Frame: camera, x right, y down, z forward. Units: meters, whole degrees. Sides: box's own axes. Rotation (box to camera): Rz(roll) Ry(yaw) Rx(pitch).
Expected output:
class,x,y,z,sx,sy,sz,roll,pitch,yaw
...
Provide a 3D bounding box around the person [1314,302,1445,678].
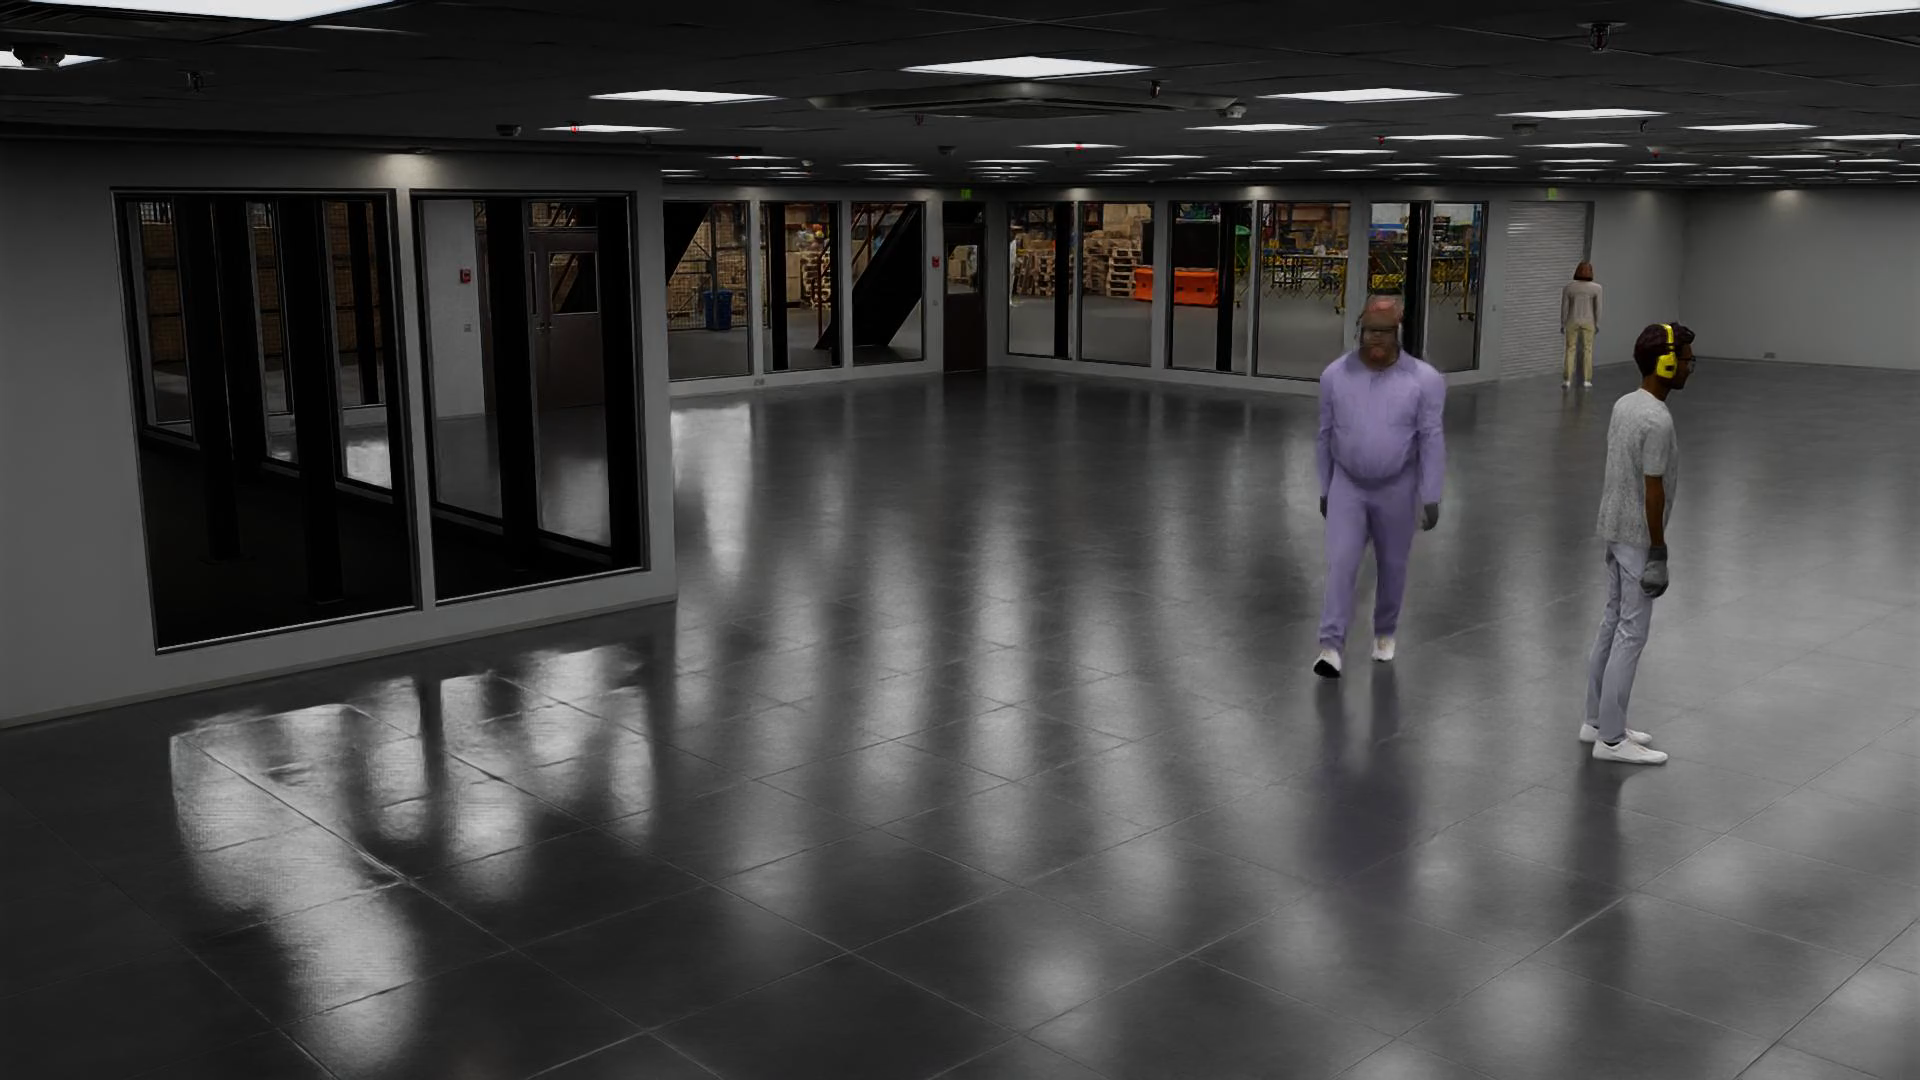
class,x,y,z,sx,sy,sz,roll,pitch,yaw
person,2.071,-0.239,8.297,0.662,1.857,0.982,4,12,19

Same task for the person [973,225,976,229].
class,x,y,z,sx,sy,sz,roll,pitch,yaw
person,0.494,-8.460,49.284,0.365,1.939,0.542,11,15,43

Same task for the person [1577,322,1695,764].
class,x,y,z,sx,sy,sz,roll,pitch,yaw
person,2.867,0.016,7.029,0.327,1.861,0.504,0,11,2

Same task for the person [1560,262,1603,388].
class,x,y,z,sx,sy,sz,roll,pitch,yaw
person,8.088,-2.801,21.683,0.501,1.633,0.279,4,12,18

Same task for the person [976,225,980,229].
class,x,y,z,sx,sy,sz,roll,pitch,yaw
person,0.471,-7.308,43.476,0.642,1.949,0.423,0,11,2
